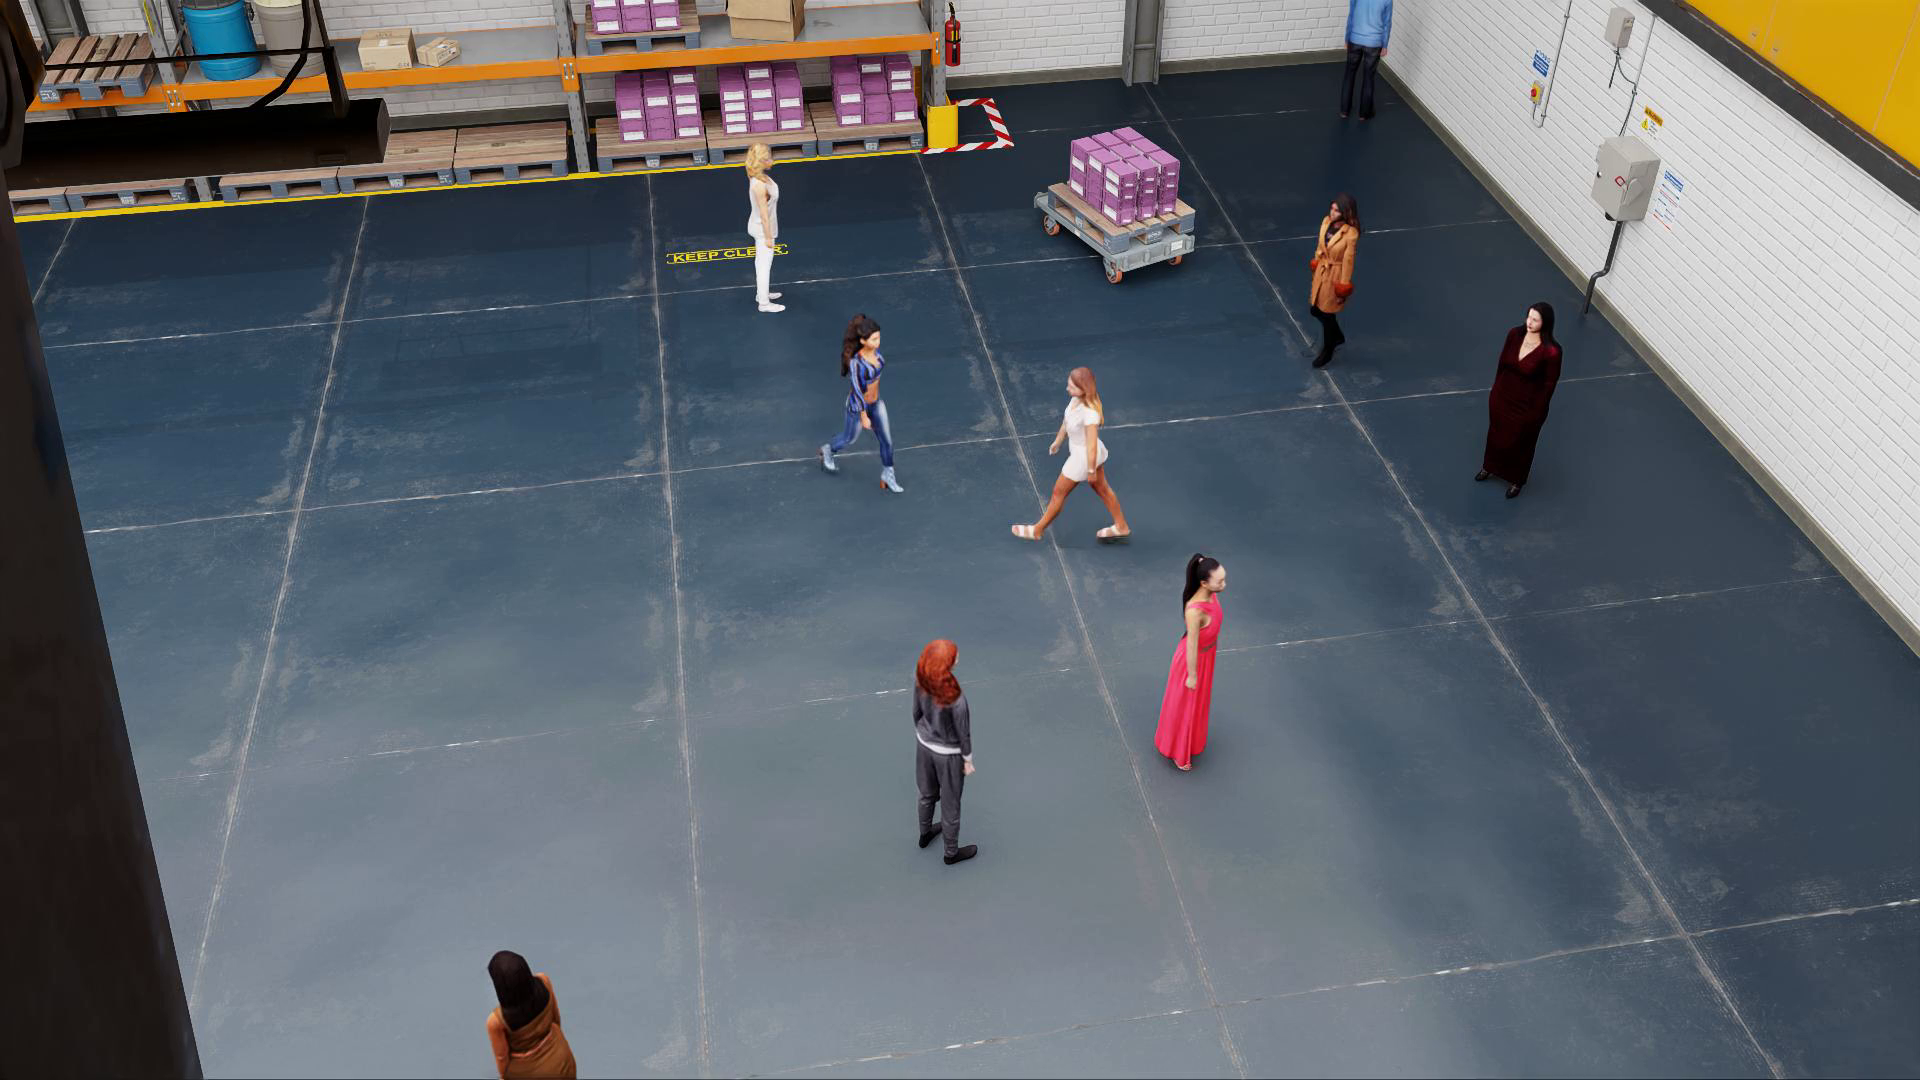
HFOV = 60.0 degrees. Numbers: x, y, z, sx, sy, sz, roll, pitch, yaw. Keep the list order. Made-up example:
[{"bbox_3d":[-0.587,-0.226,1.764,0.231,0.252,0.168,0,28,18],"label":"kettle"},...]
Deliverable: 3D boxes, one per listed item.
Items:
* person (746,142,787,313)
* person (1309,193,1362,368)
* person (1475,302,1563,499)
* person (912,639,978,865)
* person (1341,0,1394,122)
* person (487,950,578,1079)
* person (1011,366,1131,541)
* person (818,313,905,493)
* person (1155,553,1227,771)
[{"bbox_3d":[-1.862,-2.961,15.680,0.533,1.672,0.589,-8,39,-9],"label":"person"},{"bbox_3d":[3.342,-2.323,14.851,0.839,1.709,0.815,-19,43,-23],"label":"person"},{"bbox_3d":[4.498,-1.135,13.325,0.776,1.757,0.768,-26,46,-29],"label":"person"},{"bbox_3d":[-0.113,1.295,10.265,0.655,1.779,0.677,31,48,33],"label":"person"},{"bbox_3d":[4.638,-5.712,19.011,0.712,1.813,0.804,18,42,21],"label":"person"},{"bbox_3d":[-2.190,2.695,8.587,0.694,1.685,0.634,23,44,27],"label":"person"},{"bbox_3d":[1.037,-0.626,12.783,1.208,1.639,0.724,1,39,1],"label":"person"},{"bbox_3d":[-0.838,-1.086,13.402,1.101,1.585,1.028,24,44,27],"label":"person"},{"bbox_3d":[1.547,0.792,10.938,0.741,1.725,0.715,15,41,18],"label":"person"}]
